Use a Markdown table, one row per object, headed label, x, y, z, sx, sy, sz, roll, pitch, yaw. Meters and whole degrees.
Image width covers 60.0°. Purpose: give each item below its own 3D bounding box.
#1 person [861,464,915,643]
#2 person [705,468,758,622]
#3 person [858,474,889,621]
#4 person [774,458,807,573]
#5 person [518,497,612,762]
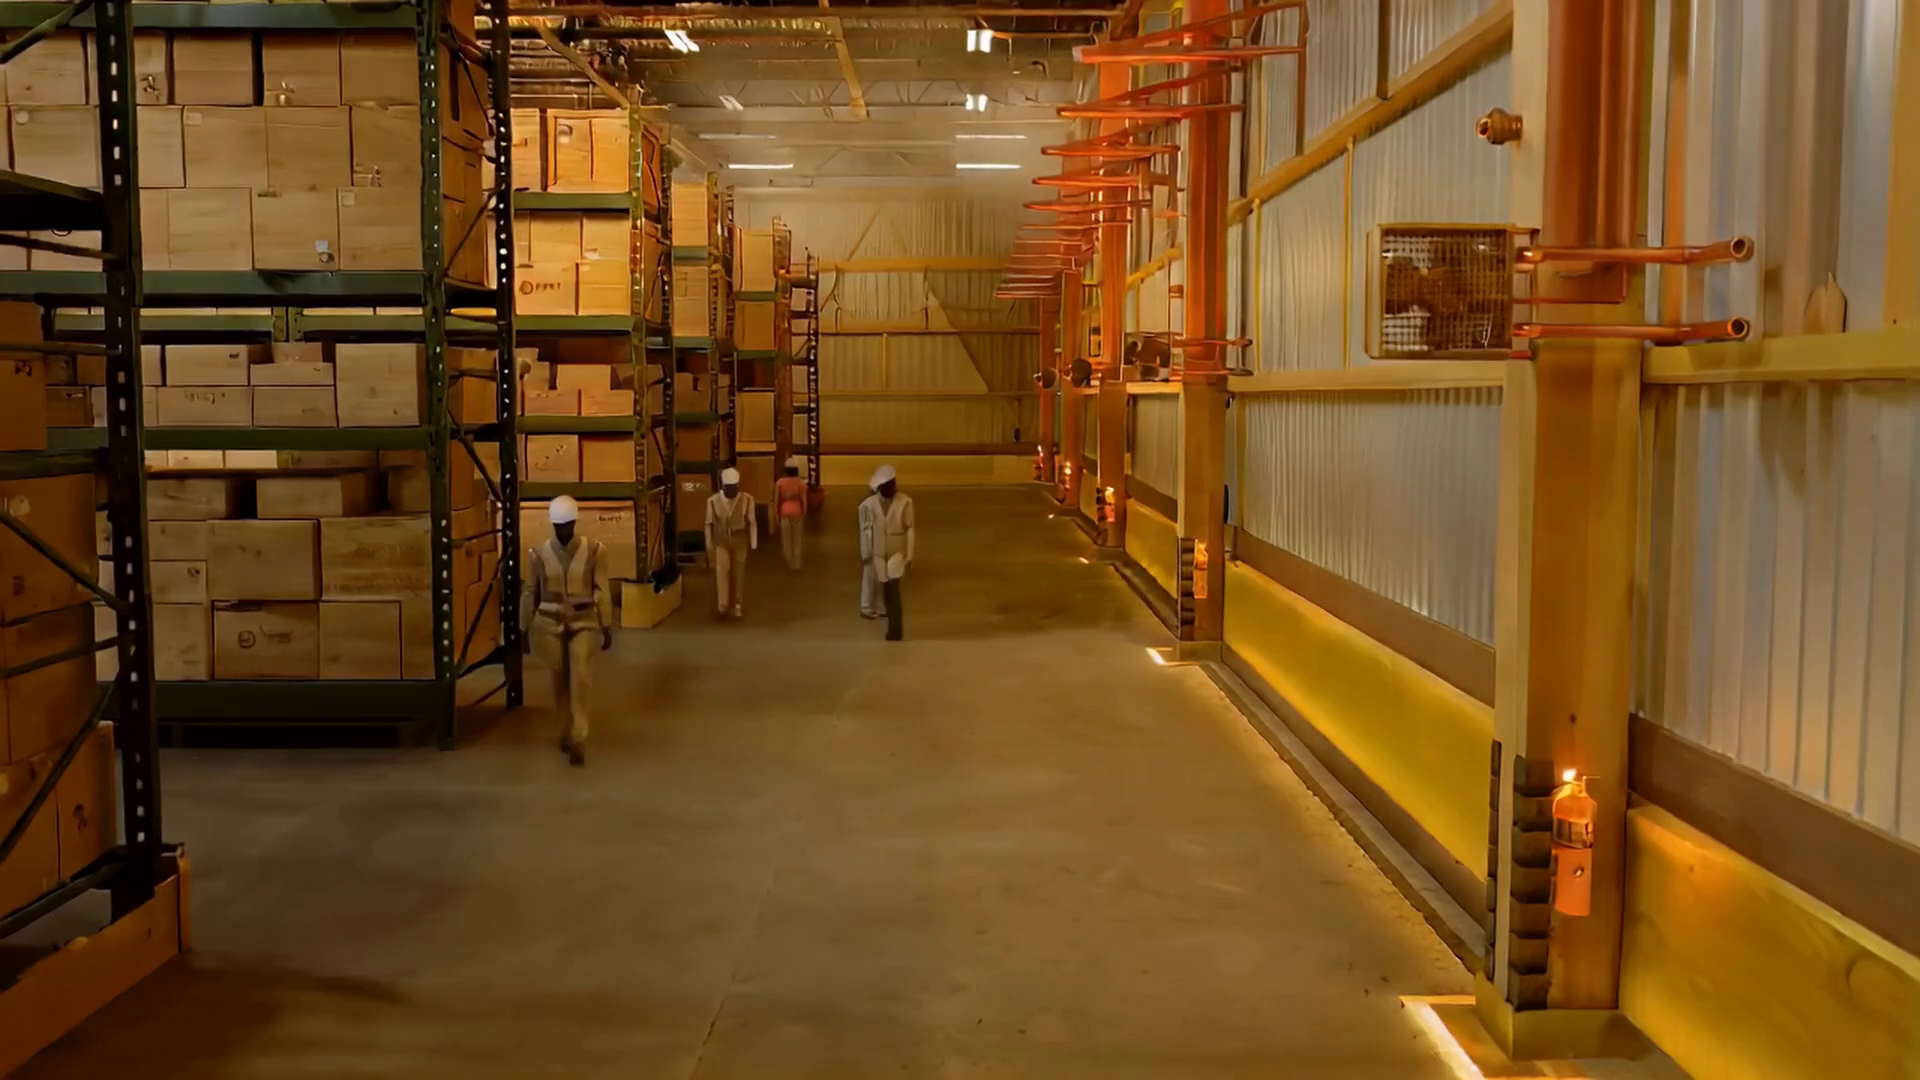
| label | x | y | z | sx | sy | sz | roll | pitch | yaw |
| --- | --- | --- | --- | --- | --- | --- | --- | --- | --- |
| person | -0.792 | 0.146 | 17.778 | 0.547 | 1.912 | 0.683 | 2 | 5 | 21 |
| person | -2.673 | 0.062 | 19.447 | 0.614 | 1.784 | 0.917 | -1 | 5 | -7 |
| person | -0.946 | 0.078 | 19.557 | 0.360 | 1.742 | 0.581 | 4 | 6 | 38 |
| person | -2.540 | -0.377 | 25.009 | 0.508 | 1.701 | 0.849 | 0 | 5 | -2 |
| person | -2.867 | 0.644 | 12.044 | 0.651 | 1.894 | 0.986 | -1 | 5 | -6 |
